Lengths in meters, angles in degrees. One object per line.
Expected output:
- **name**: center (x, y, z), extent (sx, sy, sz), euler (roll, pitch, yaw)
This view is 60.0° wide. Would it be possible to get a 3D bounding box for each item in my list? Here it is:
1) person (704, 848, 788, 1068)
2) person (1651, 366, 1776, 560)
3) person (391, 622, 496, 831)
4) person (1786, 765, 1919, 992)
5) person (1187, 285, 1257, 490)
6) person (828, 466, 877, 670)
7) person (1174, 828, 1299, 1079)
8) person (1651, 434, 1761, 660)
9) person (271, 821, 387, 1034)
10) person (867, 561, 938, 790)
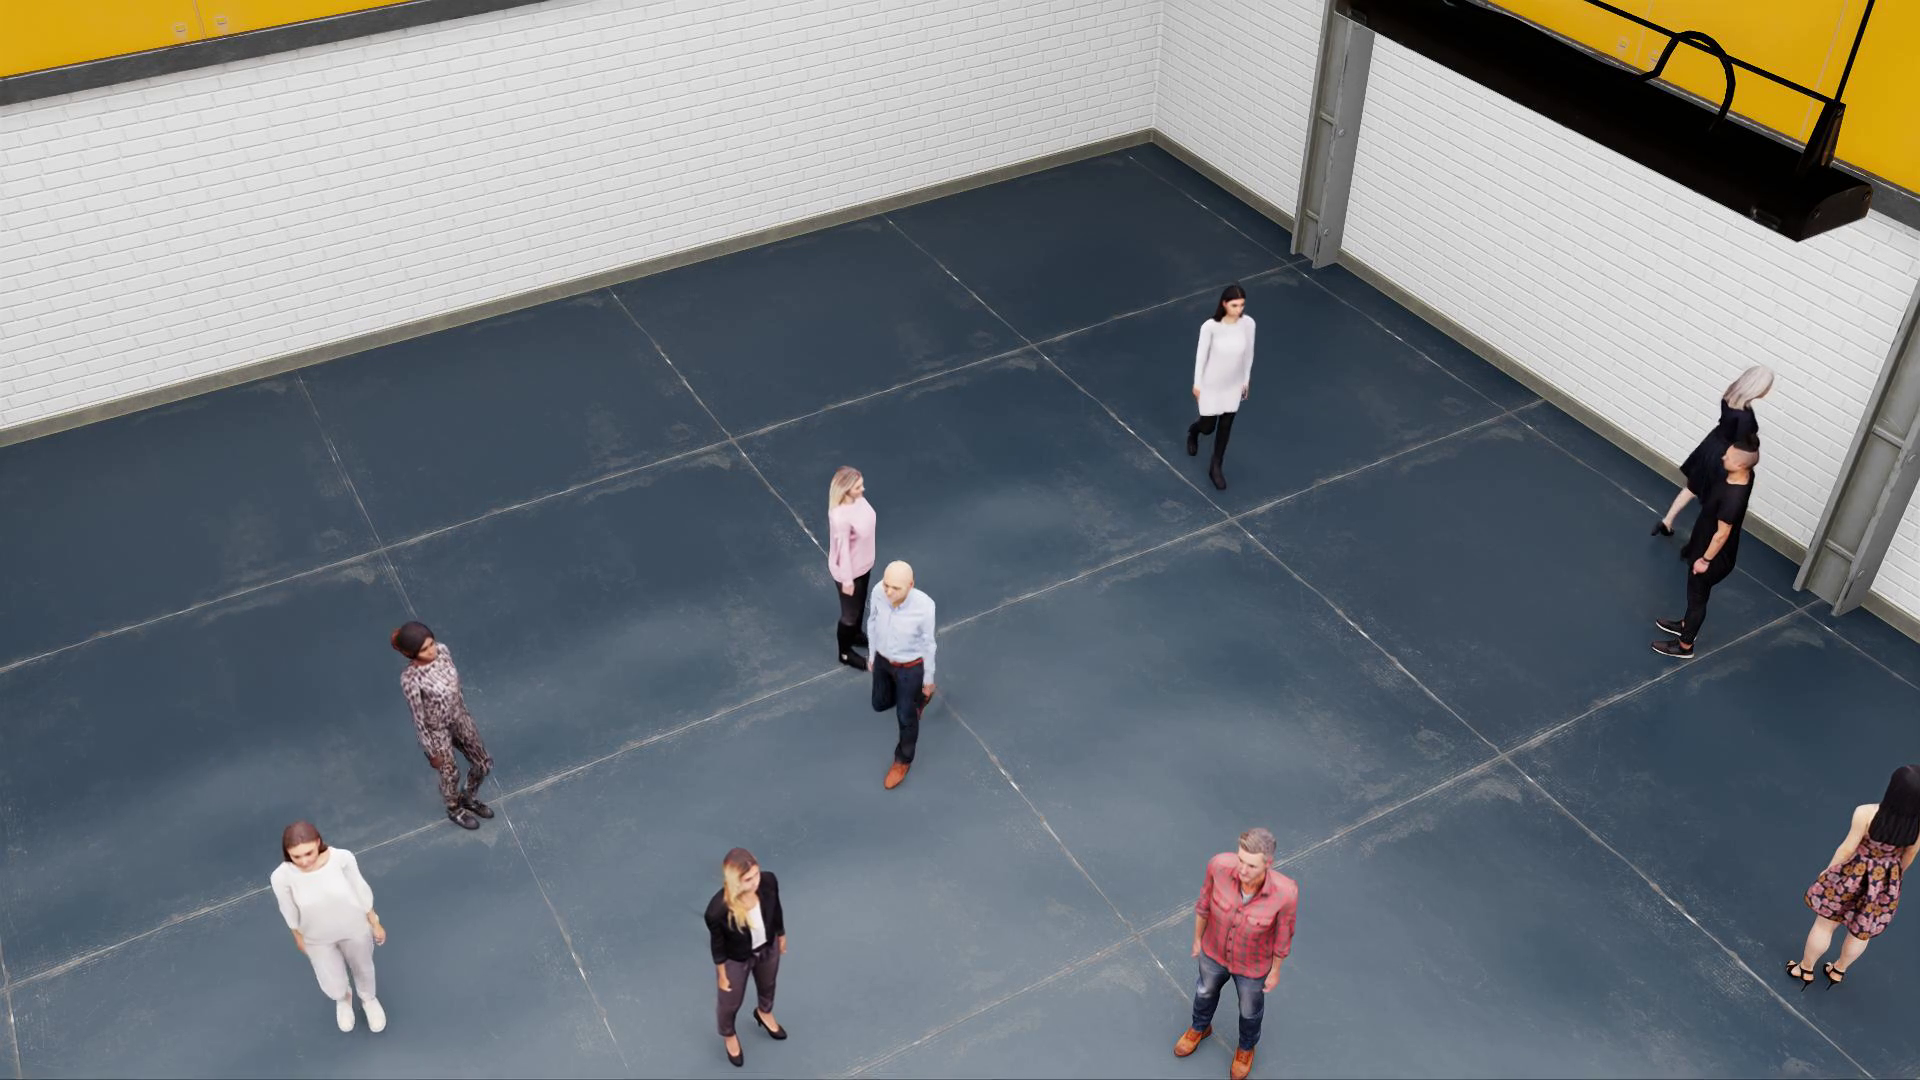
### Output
- **person**: center (-1.152, 2.223, 8.921), extent (0.633, 1.664, 0.607), euler (-27, 46, -29)
- **person**: center (5.647, -0.558, 12.345), extent (0.919, 1.737, 0.830), euler (3, 39, 4)
- **person**: center (-3.243, 1.137, 10.249), extent (0.769, 1.704, 0.720), euler (19, 42, 22)
- **person**: center (5.018, 1.888, 9.251), extent (0.802, 1.775, 0.849), euler (4, 39, 5)
- **person**: center (2.054, -1.271, 13.188), extent (0.751, 1.798, 0.906), euler (-8, 39, -10)
- **person**: center (-0.762, 0.167, 11.479), extent (0.741, 1.684, 0.682), euler (9, 40, 11)
- **person**: center (1.483, 2.173, 8.849), extent (0.685, 1.831, 0.820), euler (20, 43, 23)
- **person**: center (5.213, 0.026, 11.503), extent (0.787, 1.874, 0.775), euler (17, 42, 20)
- **person**: center (-3.435, 2.060, 9.113), extent (0.602, 1.679, 0.567), euler (-20, 43, -24)
- **person**: center (-0.341, 0.765, 10.656), extent (0.988, 1.777, 0.976), euler (20, 43, 23)
